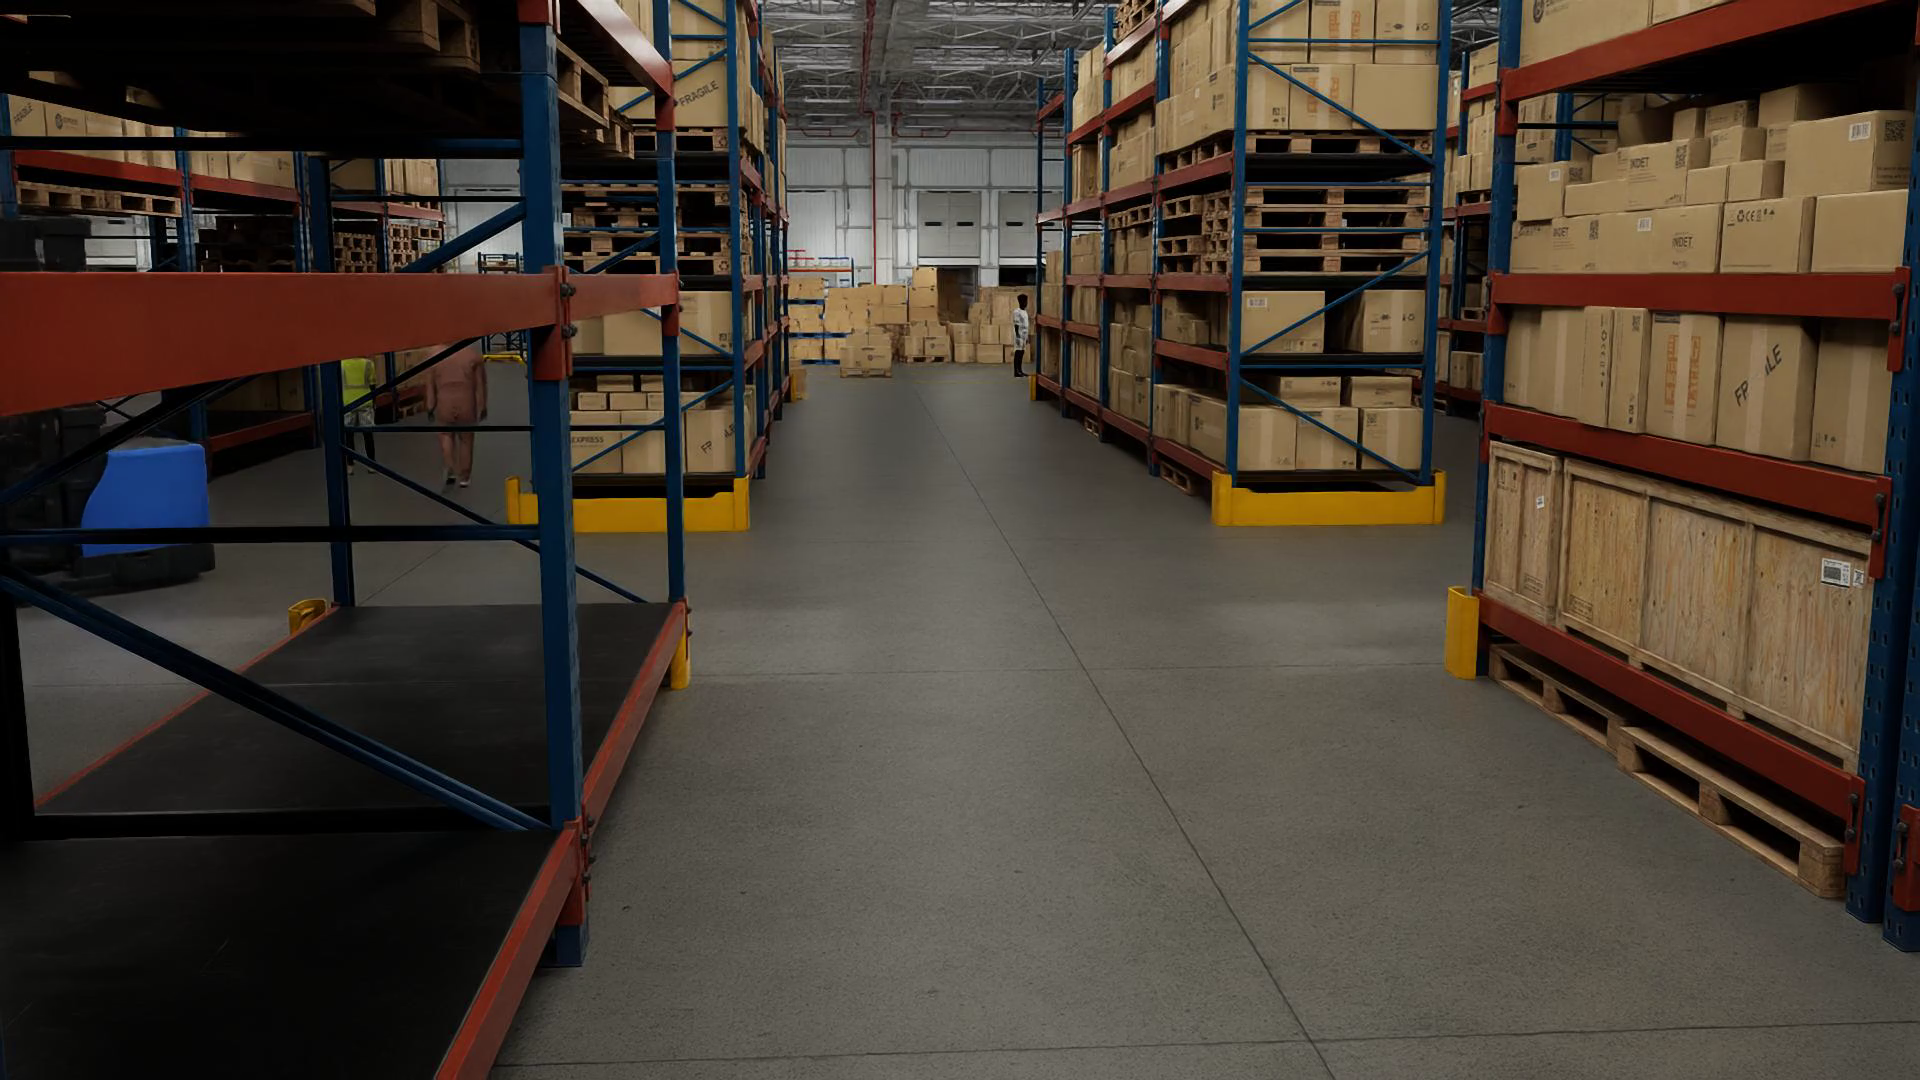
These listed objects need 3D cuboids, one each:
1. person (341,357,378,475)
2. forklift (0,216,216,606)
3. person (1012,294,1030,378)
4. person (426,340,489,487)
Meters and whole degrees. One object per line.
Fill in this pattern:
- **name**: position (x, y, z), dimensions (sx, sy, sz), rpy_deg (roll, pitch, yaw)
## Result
- **person**: position (-7.284, -1.624, 20.035), dimensions (0.535, 1.697, 0.318), rpy_deg (-6, 11, -33)
- **forklift**: position (-6.837, -1.021, 12.544), dimensions (1.129, 2.768, 1.873), rpy_deg (6, 11, 35)
- **person**: position (1.435, -4.784, 39.026), dimensions (0.368, 1.967, 0.600), rpy_deg (4, 10, 22)
- **person**: position (-5.716, -1.553, 18.972), dimensions (0.680, 1.886, 0.613), rpy_deg (-2, 9, -11)
